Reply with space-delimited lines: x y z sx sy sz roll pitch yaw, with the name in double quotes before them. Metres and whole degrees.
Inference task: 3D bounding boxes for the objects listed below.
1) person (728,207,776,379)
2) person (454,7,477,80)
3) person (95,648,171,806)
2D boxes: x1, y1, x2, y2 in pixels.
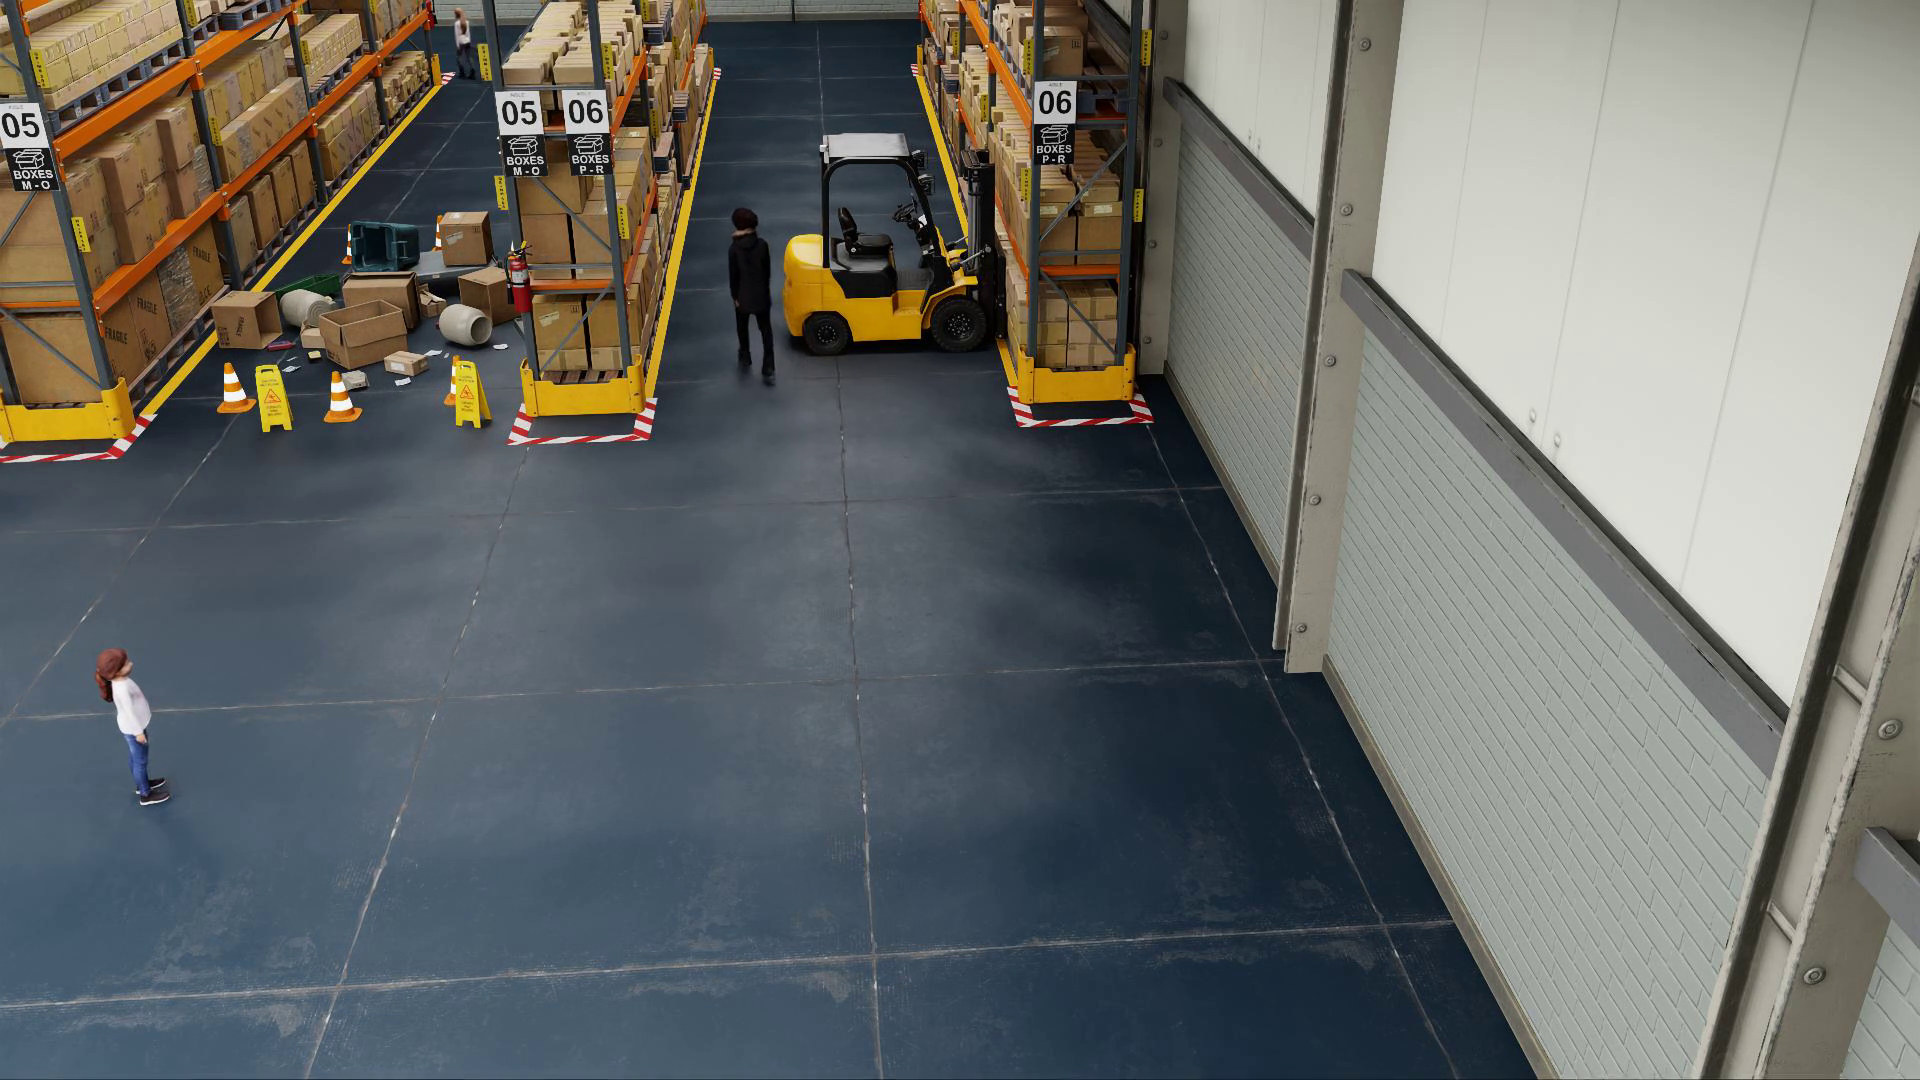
"person" -2.111 -2.526 17.180 0.799 1.752 1.161 -9 29 -16
"person" -9.036 -9.066 30.415 0.730 1.264 0.670 21 34 34
"person" -5.329 1.173 10.698 0.579 1.110 0.501 -16 31 -28
